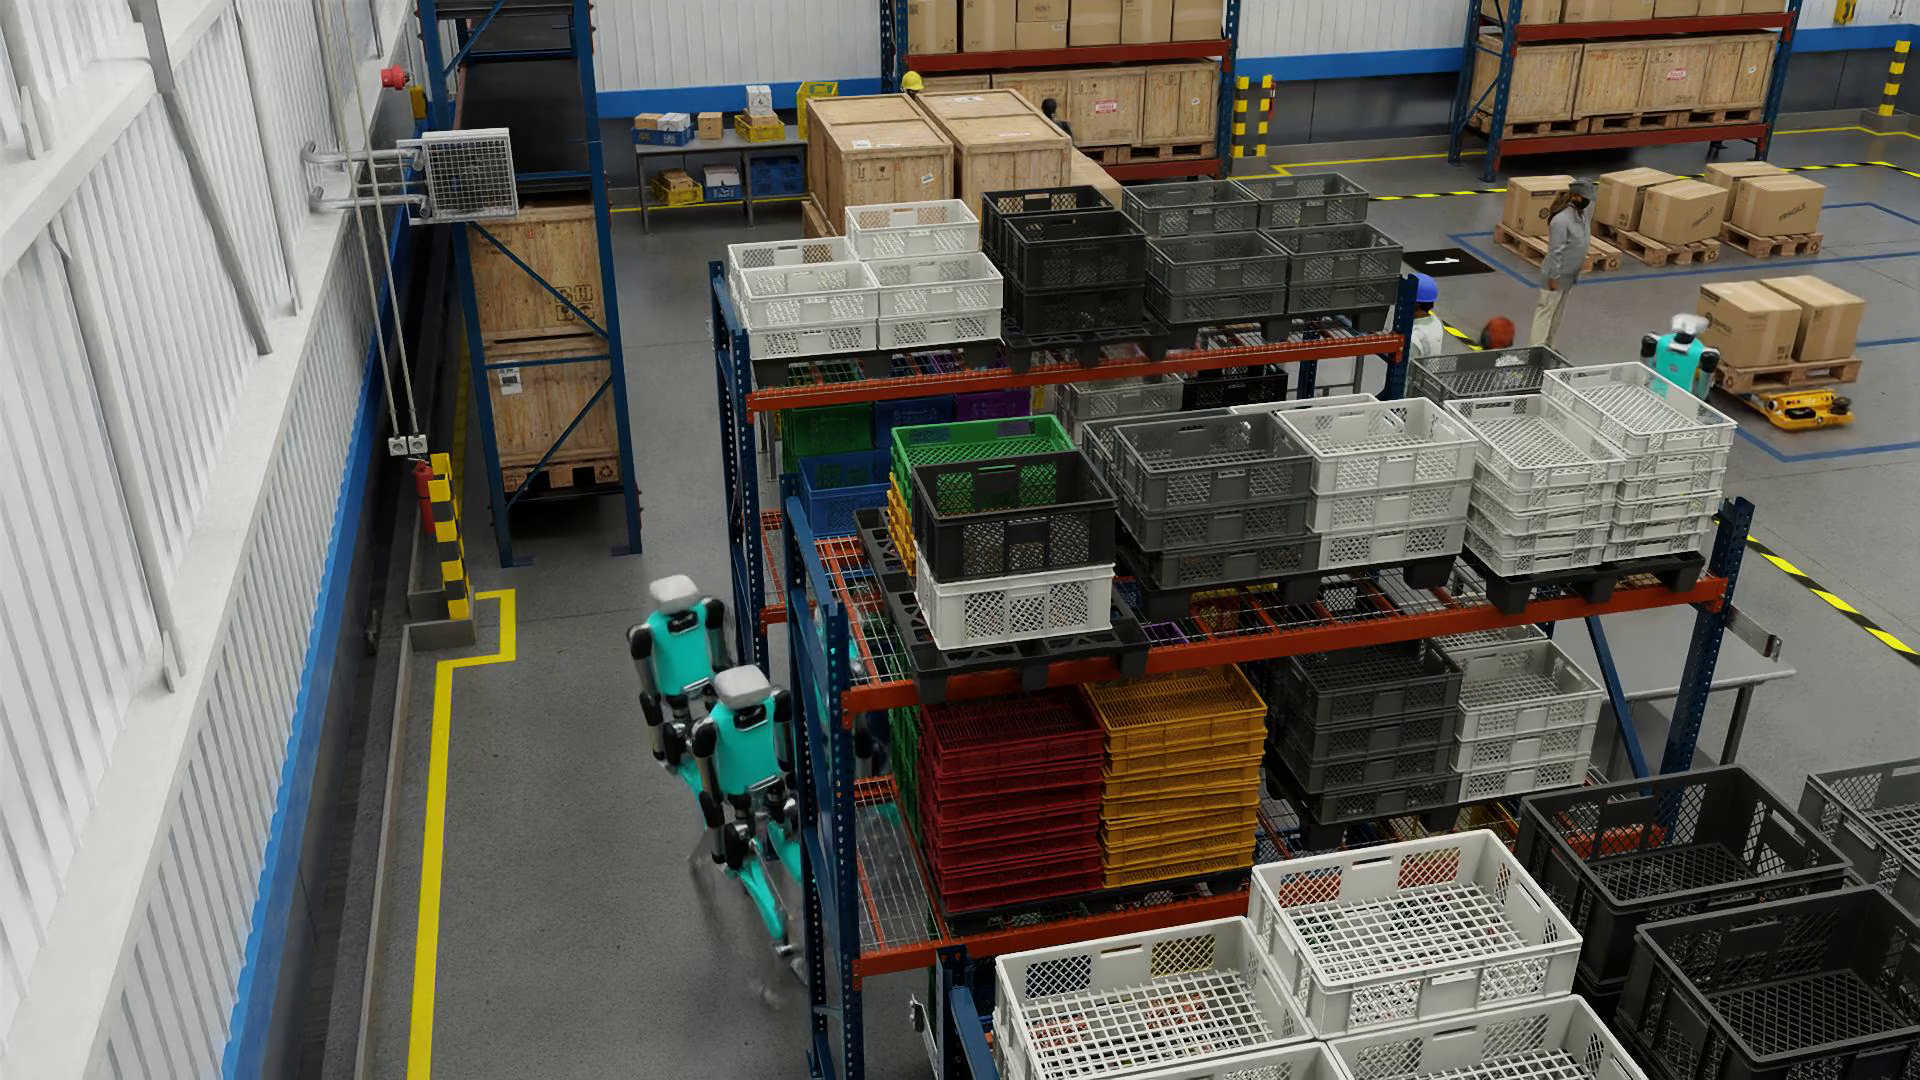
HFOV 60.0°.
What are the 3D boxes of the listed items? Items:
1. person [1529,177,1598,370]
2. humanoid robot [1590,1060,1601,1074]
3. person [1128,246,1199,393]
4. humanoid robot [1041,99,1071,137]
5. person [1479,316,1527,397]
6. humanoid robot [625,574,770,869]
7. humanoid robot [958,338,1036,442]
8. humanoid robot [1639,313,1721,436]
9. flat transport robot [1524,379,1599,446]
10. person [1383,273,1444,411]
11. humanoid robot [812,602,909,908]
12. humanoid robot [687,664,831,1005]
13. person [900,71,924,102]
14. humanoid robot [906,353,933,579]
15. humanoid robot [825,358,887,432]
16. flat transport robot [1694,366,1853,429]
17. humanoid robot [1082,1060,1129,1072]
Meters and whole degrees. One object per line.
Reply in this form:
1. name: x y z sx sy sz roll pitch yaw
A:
1. person: 5.423 -2.412 15.017 0.402 1.764 0.562 22 35 35
2. humanoid robot: 2.127 2.380 6.079 0.783 1.619 0.595 4 28 8
3. person: 1.590 -1.415 12.852 0.637 2.024 0.531 18 33 31
4. humanoid robot: 0.975 -4.007 18.181 0.600 1.627 0.769 -15 31 -26
5. person: 3.617 -0.677 11.620 0.609 1.865 0.558 -24 36 -38
6. humanoid robot: -1.238 1.091 8.427 0.575 1.787 0.837 -20 34 -33
7. humanoid robot: 0.287 -0.504 11.330 0.531 1.693 0.743 -4 28 -7
8. humanoid robot: 5.188 -0.882 12.135 0.539 1.753 0.898 19 33 32
9. flat transport robot: 4.780 -1.036 14.013 0.659 0.231 1.431 -6 28 -12
10. person: 3.274 -1.006 12.156 0.381 1.948 0.604 15 31 26
11. humanoid robot: -0.439 1.077 8.435 0.645 1.804 0.544 -16 32 -28
12. humanoid robot: -0.842 1.447 7.714 0.546 1.768 0.699 -20 34 -33
13. person: -0.525 -4.283 18.495 0.589 1.833 0.404 -22 35 -35
14. humanoid robot: -0.268 -0.485 11.450 0.370 1.656 0.600 -15 31 -26
15. humanoid robot: -0.808 -0.902 12.261 0.608 1.640 0.582 17 32 29
16. flat transport robot: 7.084 -1.368 14.613 0.652 0.197 1.431 -6 28 -12
17. humanoid robot: 0.433 2.382 6.015 0.326 1.651 0.602 15 32 27
